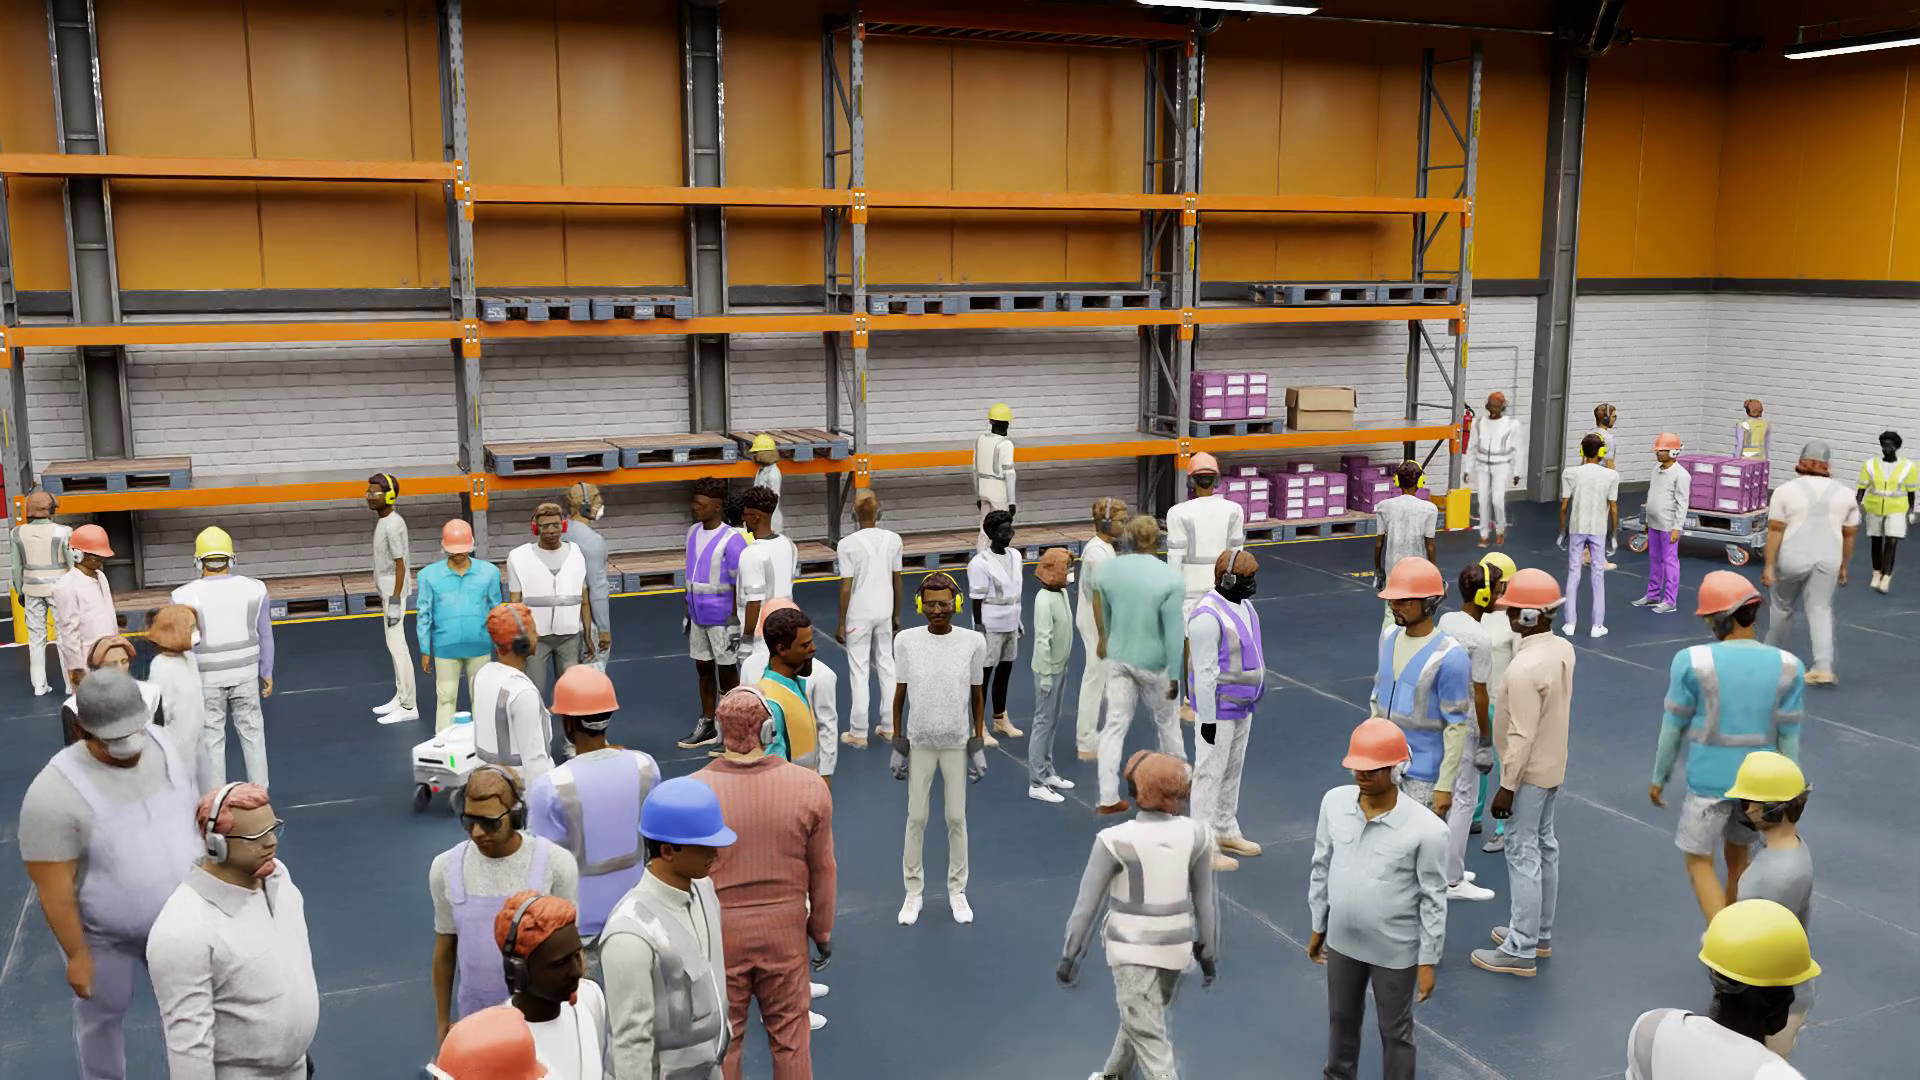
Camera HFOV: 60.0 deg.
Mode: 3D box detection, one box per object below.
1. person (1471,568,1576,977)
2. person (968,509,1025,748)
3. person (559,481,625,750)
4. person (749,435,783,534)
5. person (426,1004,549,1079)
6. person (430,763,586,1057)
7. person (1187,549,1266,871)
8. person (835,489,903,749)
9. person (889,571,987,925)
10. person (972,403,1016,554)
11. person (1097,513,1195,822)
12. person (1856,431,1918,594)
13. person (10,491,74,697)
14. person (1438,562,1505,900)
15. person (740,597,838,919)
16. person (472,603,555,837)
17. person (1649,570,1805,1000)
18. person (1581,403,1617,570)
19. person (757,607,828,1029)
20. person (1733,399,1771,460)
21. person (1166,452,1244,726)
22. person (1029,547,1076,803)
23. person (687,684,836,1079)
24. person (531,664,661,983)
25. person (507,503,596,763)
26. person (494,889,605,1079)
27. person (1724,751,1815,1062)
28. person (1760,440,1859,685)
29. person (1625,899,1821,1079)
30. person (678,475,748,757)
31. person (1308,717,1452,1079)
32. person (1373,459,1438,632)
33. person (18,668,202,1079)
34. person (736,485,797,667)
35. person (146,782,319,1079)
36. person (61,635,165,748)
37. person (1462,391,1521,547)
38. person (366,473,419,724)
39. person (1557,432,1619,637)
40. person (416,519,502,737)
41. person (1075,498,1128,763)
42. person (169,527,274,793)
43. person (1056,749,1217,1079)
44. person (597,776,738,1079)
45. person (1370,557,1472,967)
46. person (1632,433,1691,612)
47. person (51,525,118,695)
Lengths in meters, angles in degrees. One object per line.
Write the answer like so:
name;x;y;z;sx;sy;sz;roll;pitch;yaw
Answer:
person;2.759;1.119;8.097;0.378;1.995;0.608;7;12;37
person;0.270;0.618;11.843;0.316;1.695;0.542;8;13;39
person;-2.593;0.557;11.498;0.356;1.938;0.638;-8;13;-39
person;-1.891;-0.161;16.223;0.321;1.737;0.483;-4;11;-21
person;-1.216;1.969;3.999;0.602;1.713;0.534;8;12;37
person;-1.516;1.629;5.633;0.524;1.833;0.339;0;10;1
person;1.526;0.957;9.508;0.429;1.837;0.624;6;12;32
person;-0.646;0.557;11.770;0.513;1.843;0.334;-6;12;-32
person;-0.115;1.081;8.678;0.509;1.872;0.328;0;10;-2
person;0.388;-0.472;17.463;0.383;1.924;0.594;-8;13;-39
person;1.165;0.768;10.441;0.639;1.878;0.975;6;12;33
person;9.485;-0.277;17.099;0.550;1.655;0.831;8;13;39
person;-7.177;0.427;13.106;0.523;1.640;0.311;0;10;-3
person;2.744;1.033;9.011;0.346;1.857;0.523;-2;10;-10
person;-0.906;1.153;8.594;0.564;1.752;0.338;4;11;24
person;-2.078;1.222;7.821;0.340;1.883;0.586;-8;13;-38
person;3.658;1.158;7.861;0.620;2.003;0.821;0;10;0
person;7.061;-0.587;18.357;0.336;1.845;0.514;-2;10;-14
person;-0.805;1.247;7.583;0.392;1.920;0.589;0;10;-1
person;10.067;-0.975;21.185;0.517;1.639;0.313;-3;10;-15
person;1.788;0.363;12.348;0.610;2.030;0.407;-3;10;-15
person;0.599;0.849;10.691;0.266;1.631;0.507;3;10;17
person;-0.793;1.478;6.285;0.652;1.905;0.409;-2;10;-14
person;-1.420;1.433;6.480;0.544;1.928;0.379;-9;13;-41
person;-2.747;0.654;11.204;0.564;1.847;0.395;-5;11;-28
person;-1.090;1.823;4.365;0.359;1.882;0.575;4;11;20
person;2.862;1.616;5.943;0.342;1.754;0.531;5;11;25
person;6.950;0.135;13.636;0.741;2.000;1.011;2;10;10
person;1.928;1.829;4.196;0.371;1.929;0.585;-4;11;-23
person;-1.728;0.523;11.611;0.607;1.966;0.367;9;13;41
person;1.581;1.532;6.408;0.562;1.753;0.333;9;14;43
person;3.562;0.288;13.289;0.511;1.860;0.332;6;12;32
person;-3.210;1.394;6.383;0.780;2.000;0.713;6;11;31
person;-1.310;0.607;11.128;0.361;1.964;0.613;4;11;20
person;-2.192;1.671;5.173;0.401;1.907;0.648;1;10;5
person;-4.154;1.272;8.237;0.307;1.641;0.514;6;12;32
person;6.286;-0.824;19.655;0.596;1.867;0.451;7;12;35
person;-4.260;0.430;12.418;0.313;1.873;0.538;-4;11;-23
person;5.730;-0.047;15.192;0.518;1.865;0.323;5;11;26
person;-3.337;0.713;11.159;0.572;1.739;0.348;-4;11;-23
person;0.974;0.616;11.468;0.347;1.837;0.503;1;10;6
person;-4.541;0.826;10.250;0.602;1.830;0.404;-8;13;-39
person;0.703;1.612;6.431;0.598;1.580;0.884;-5;11;-25
person;-0.875;1.666;5.127;0.414;1.939;0.609;3;10;16
person;2.191;1.089;8.132;0.374;2.043;0.613;-5;11;-25
person;6.865;-0.176;16.251;0.330;1.751;0.563;-2;10;-11
person;-5.656;0.762;10.878;0.338;1.742;0.563;-1;10;-4
